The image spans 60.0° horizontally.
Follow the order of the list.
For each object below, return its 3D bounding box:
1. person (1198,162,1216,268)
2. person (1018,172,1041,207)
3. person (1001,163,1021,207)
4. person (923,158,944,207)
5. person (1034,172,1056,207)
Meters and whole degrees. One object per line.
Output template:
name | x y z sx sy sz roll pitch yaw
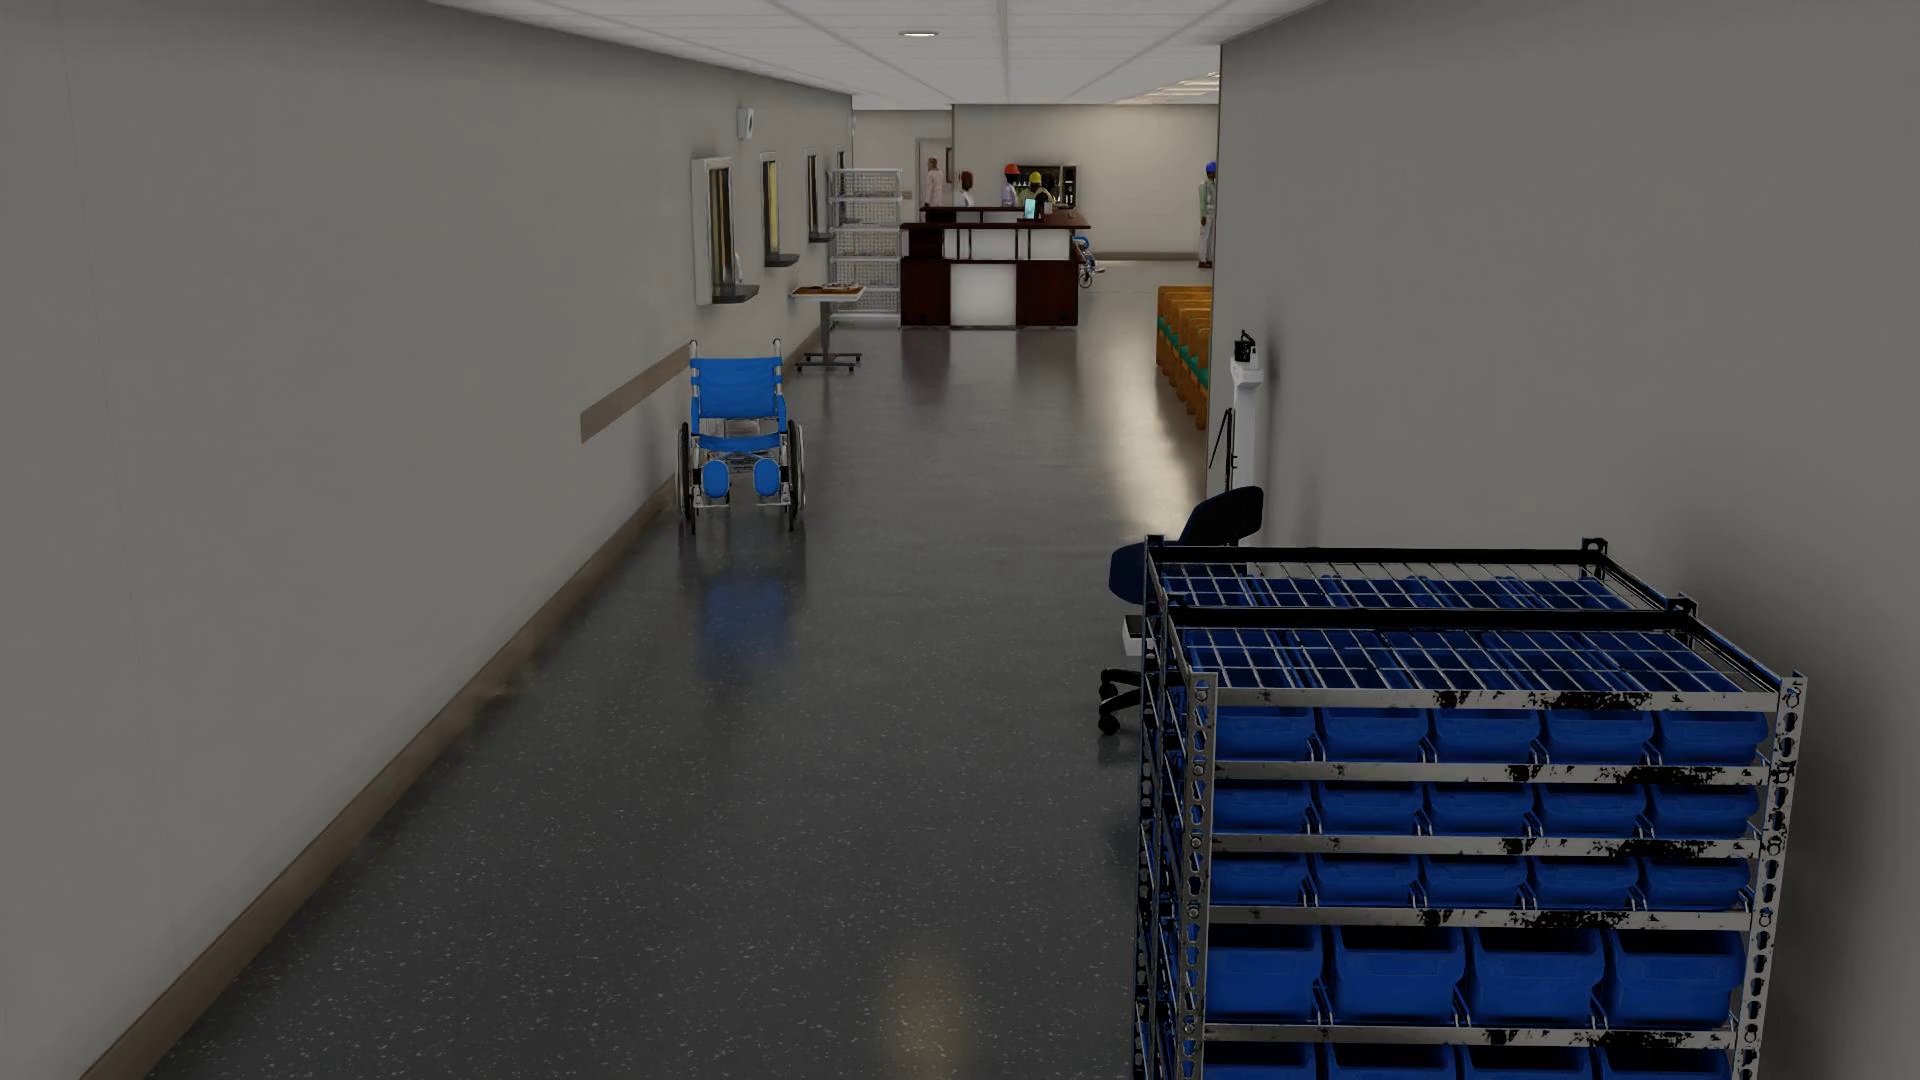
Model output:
person | 4.640 -6.040 30.932 0.389 1.946 0.614 9 17 33
person | 1.280 -5.414 28.657 0.598 1.824 0.403 -1 14 -4
person | 0.910 -5.741 29.741 0.360 1.938 0.545 2 14 9
person | -0.636 -7.770 38.040 0.407 1.908 0.641 7 15 26
person | 1.432 -5.249 27.973 0.431 1.834 0.627 3 14 13
